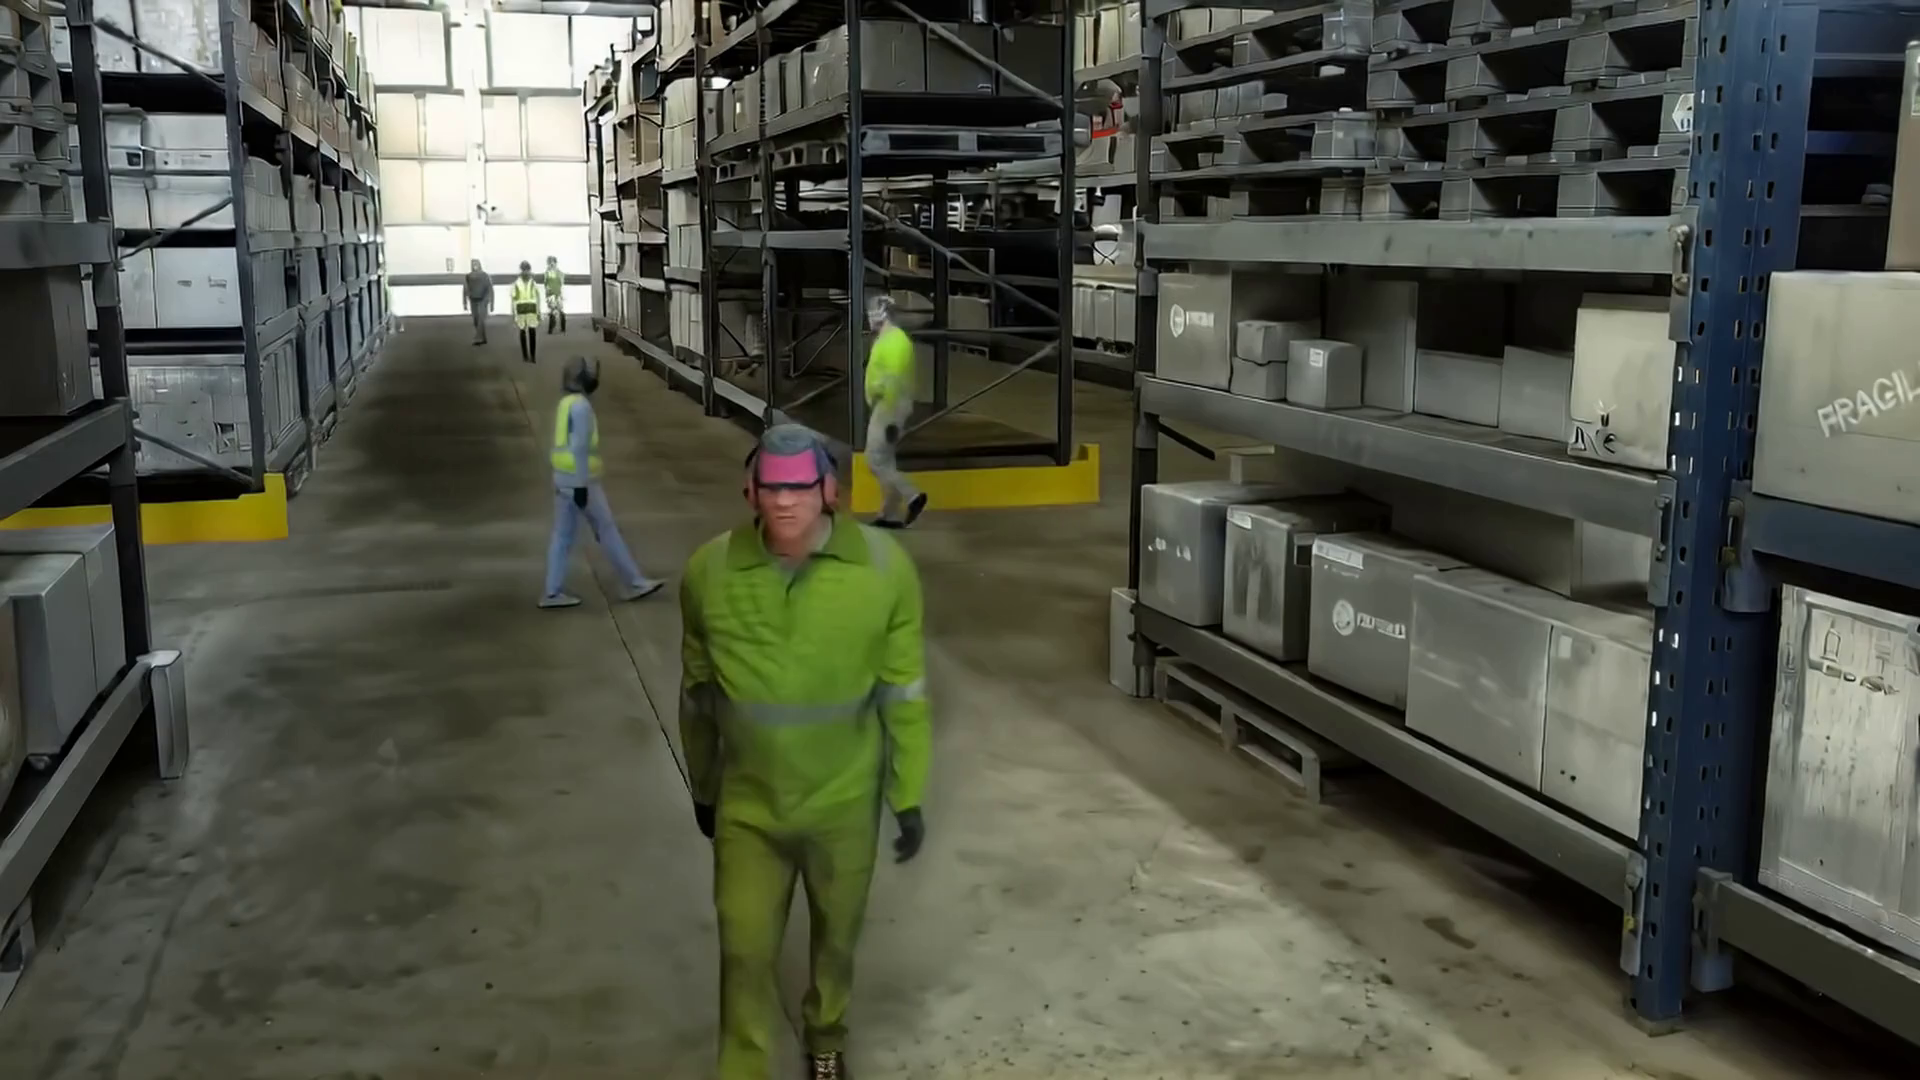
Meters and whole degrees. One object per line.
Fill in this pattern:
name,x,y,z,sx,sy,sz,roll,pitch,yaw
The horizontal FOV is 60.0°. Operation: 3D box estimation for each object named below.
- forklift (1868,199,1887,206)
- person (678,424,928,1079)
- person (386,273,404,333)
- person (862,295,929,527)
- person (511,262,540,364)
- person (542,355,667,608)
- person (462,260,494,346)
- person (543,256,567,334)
forklift,11.338,-2.915,21.052,1.129,2.768,1.873,-3,11,-17
person,-0.403,0.657,4.238,0.647,1.878,0.844,-1,10,-4
person,-13.989,-5.937,40.573,0.731,1.803,0.599,-3,11,-14
person,-0.547,-1.009,13.324,0.490,1.892,0.651,1,10,8
person,-8.144,-4.271,31.219,0.544,1.897,0.992,-3,11,-17
person,-2.311,-0.369,10.575,0.822,1.595,0.545,-5,12,-27
person,-10.482,-5.155,36.165,0.661,1.856,1.031,2,10,10
person,-9.841,-5.959,40.450,0.542,1.902,0.938,1,10,5
